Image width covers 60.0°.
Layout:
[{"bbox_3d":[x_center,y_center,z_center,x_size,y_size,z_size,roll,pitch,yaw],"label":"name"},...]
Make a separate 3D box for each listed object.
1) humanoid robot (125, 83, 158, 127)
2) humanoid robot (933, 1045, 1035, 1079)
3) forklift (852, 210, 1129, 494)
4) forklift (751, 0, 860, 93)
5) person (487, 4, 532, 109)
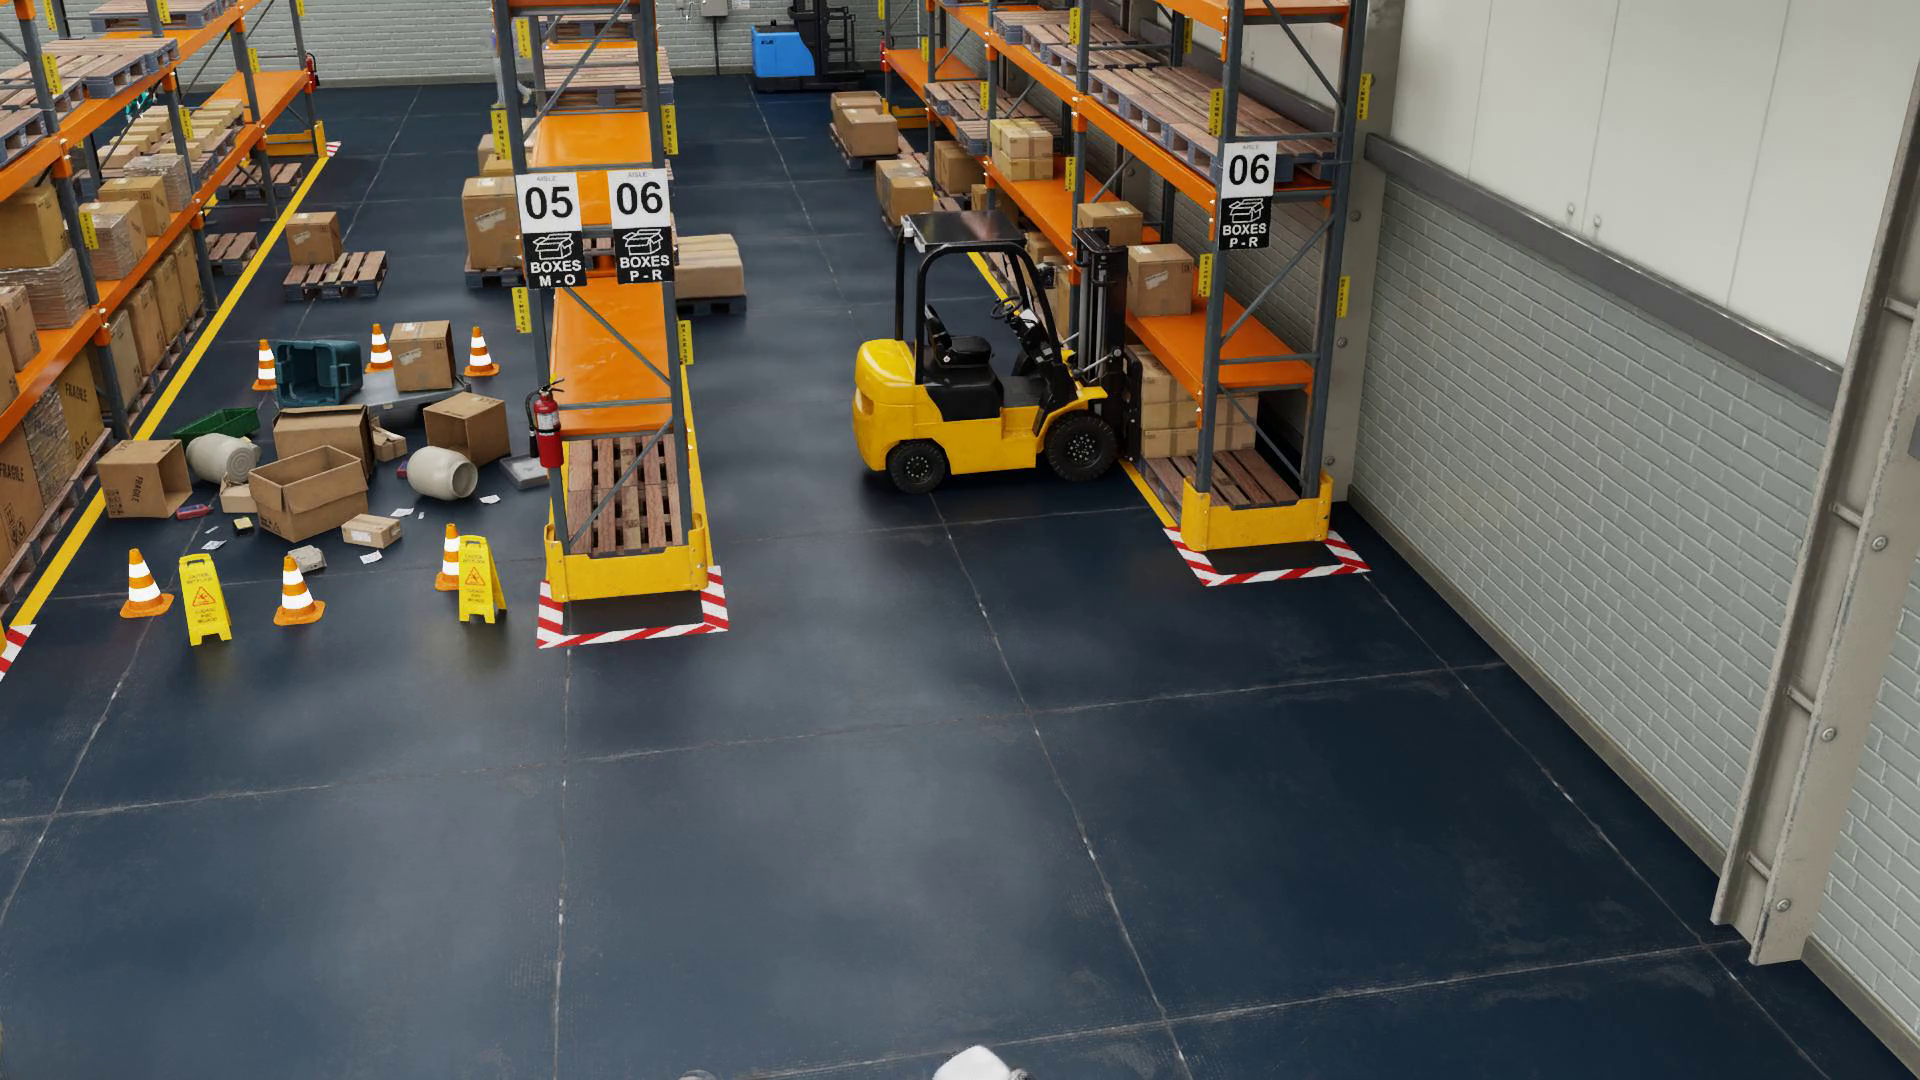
[{"bbox_3d":[-12.787,-6.963,25.786,0.533,1.673,0.735,-23,34,-40],"label":"humanoid robot"},{"bbox_3d":[-0.093,2.528,6.184,0.708,1.800,0.546,22,33,37],"label":"humanoid robot"},{"bbox_3d":[0.216,-1.659,14.366,2.313,2.155,1.214,-5,26,-10],"label":"forklift"},{"bbox_3d":[-2.872,-9.679,30.288,1.873,2.768,1.129,-5,26,-10],"label":"forklift"},{"bbox_3d":[-7.887,-8.397,28.866,0.643,1.784,0.593,-8,27,-16],"label":"person"}]
